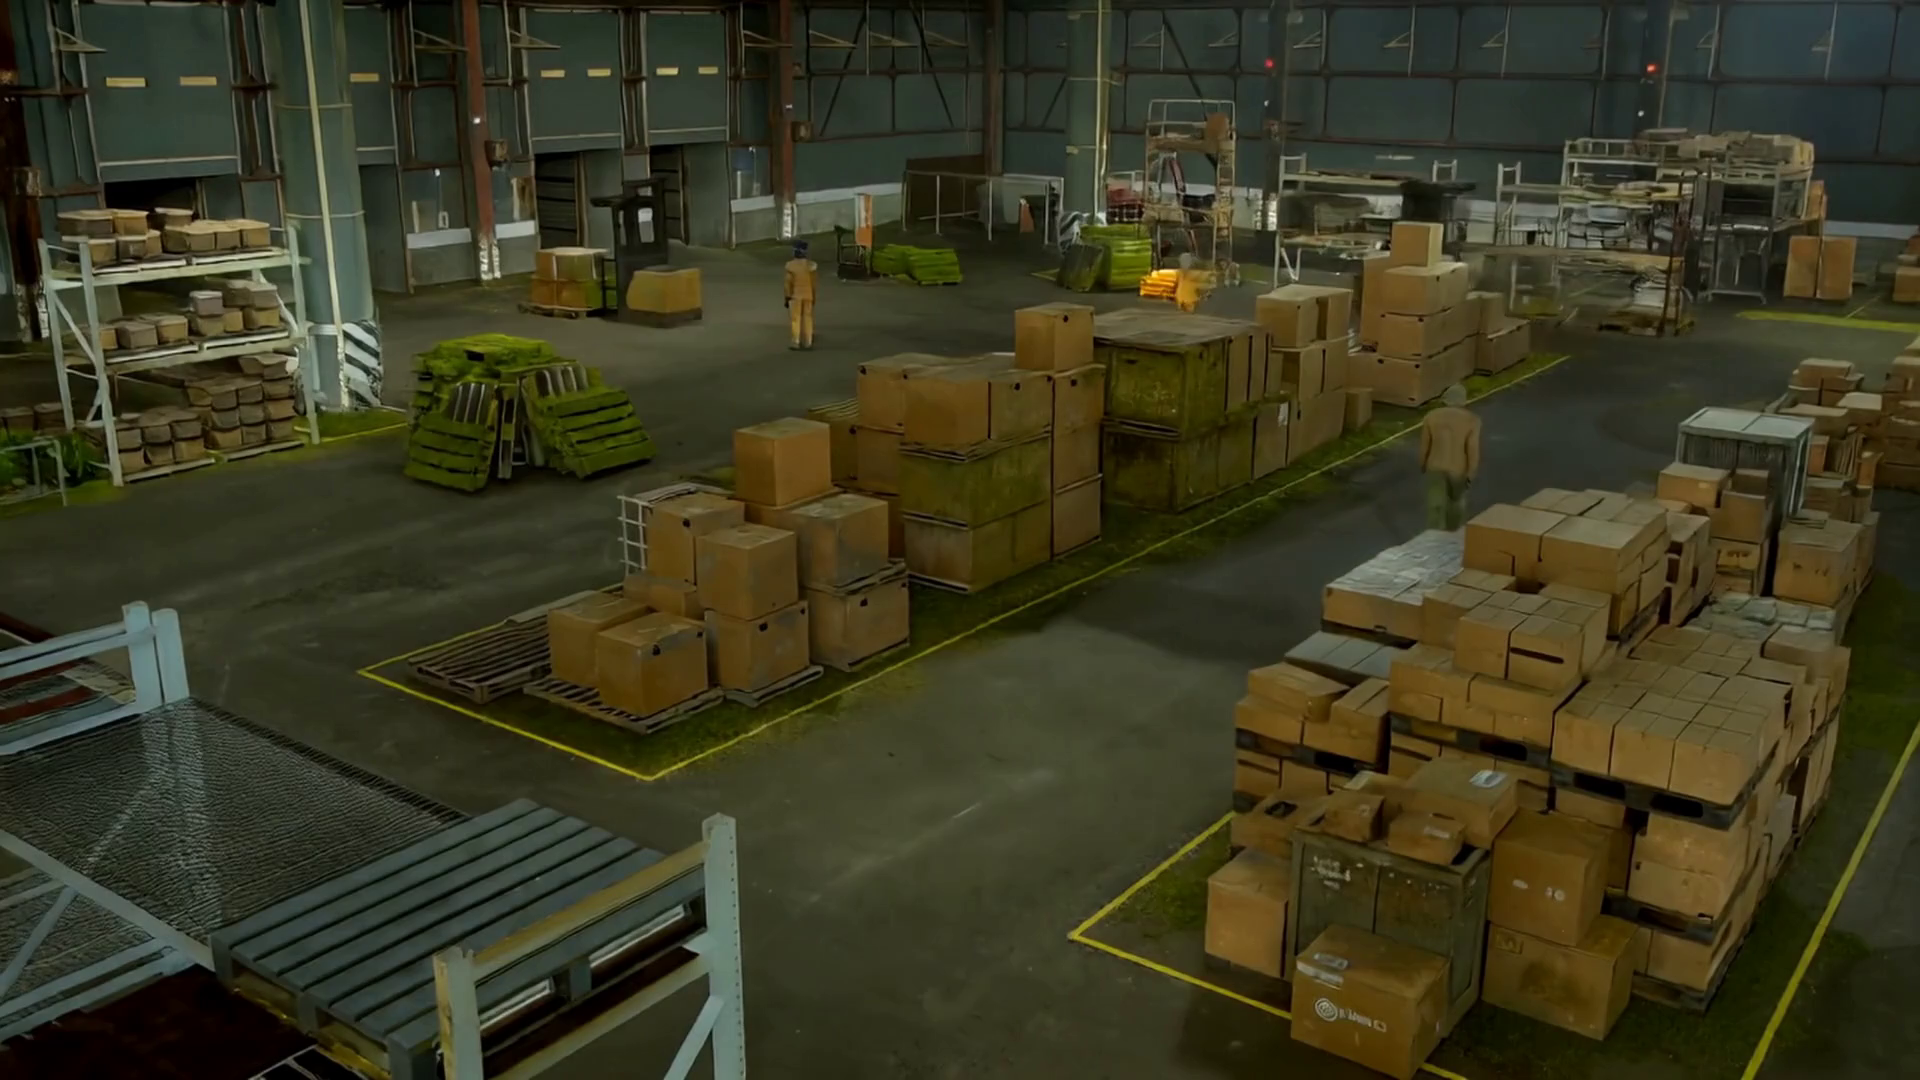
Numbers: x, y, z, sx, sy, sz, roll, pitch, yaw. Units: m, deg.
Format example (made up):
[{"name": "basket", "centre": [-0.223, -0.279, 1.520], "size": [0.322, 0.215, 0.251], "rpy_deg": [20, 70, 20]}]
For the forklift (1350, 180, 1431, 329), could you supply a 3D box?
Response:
[{"name": "forklift", "centre": [8.578, -5.417, 31.710], "size": [1.873, 2.768, 1.129], "rpy_deg": [10, 19, 29]}]

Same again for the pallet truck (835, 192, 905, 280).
[{"name": "pallet truck", "centre": [-1.936, -7.159, 38.982], "size": [1.885, 1.965, 0.823], "rpy_deg": [-12, 21, -34]}]

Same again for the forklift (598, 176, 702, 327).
[{"name": "forklift", "centre": [-6.123, -5.702, 32.655], "size": [1.873, 2.768, 1.129], "rpy_deg": [12, 21, 35]}]

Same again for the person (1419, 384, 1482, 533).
[{"name": "person", "centre": [5.281, -0.766, 18.015], "size": [0.632, 1.884, 1.004], "rpy_deg": [5, 17, 15]}]

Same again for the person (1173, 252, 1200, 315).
[{"name": "person", "centre": [4.207, -4.485, 30.704], "size": [0.539, 1.657, 0.867], "rpy_deg": [13, 21, 37]}]

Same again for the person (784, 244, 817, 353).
[{"name": "person", "centre": [-2.840, -4.309, 29.671], "size": [0.634, 1.930, 0.384], "rpy_deg": [-9, 19, -28]}]
